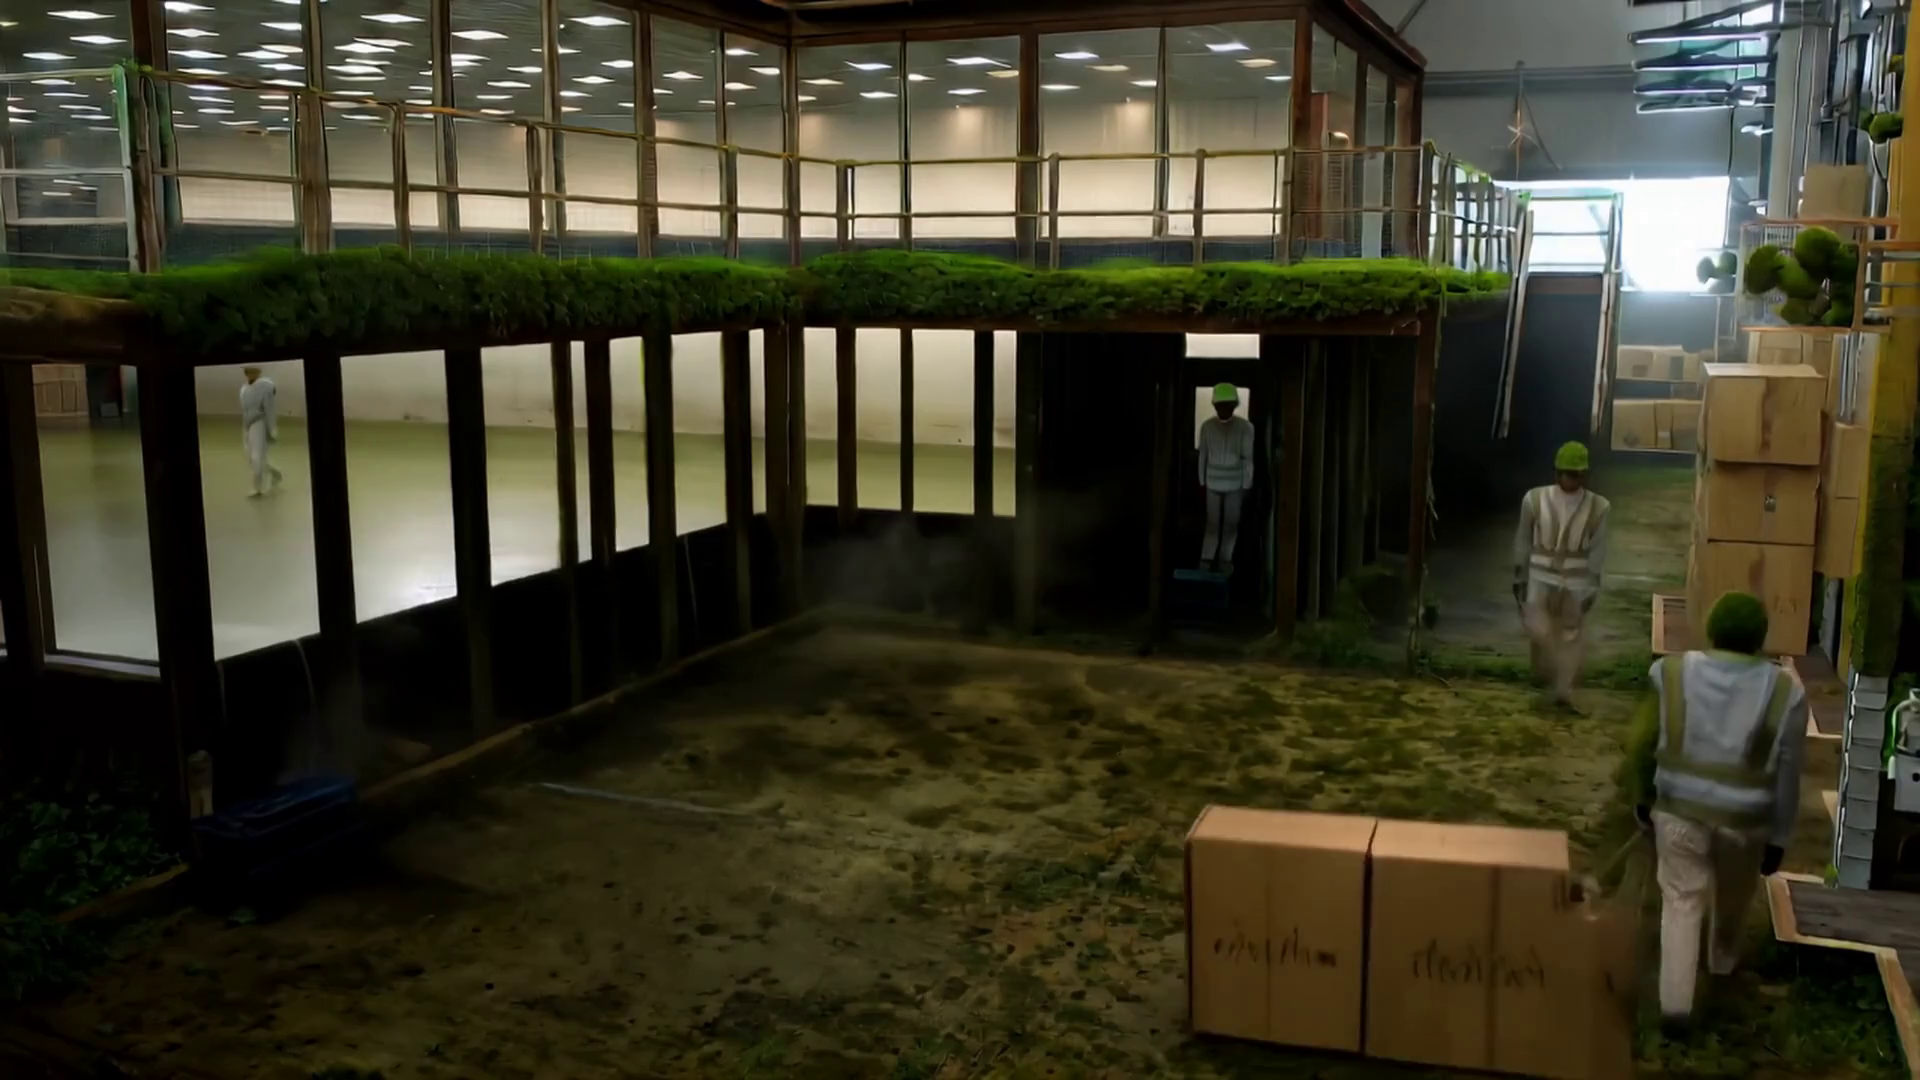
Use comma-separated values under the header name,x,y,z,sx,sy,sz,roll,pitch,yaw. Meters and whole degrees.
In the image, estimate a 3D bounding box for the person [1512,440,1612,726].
name,x,y,z,sx,sy,sz,roll,pitch,yaw
person,4.100,0.267,11.336,0.624,1.931,0.594,5,10,27

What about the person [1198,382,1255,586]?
name,x,y,z,sx,sy,sz,roll,pitch,yaw
person,2.579,-0.548,16.215,0.614,1.984,0.409,8,12,41

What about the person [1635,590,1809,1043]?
name,x,y,z,sx,sy,sz,roll,pitch,yaw
person,3.038,1.093,6.703,0.616,1.793,0.991,4,10,24
